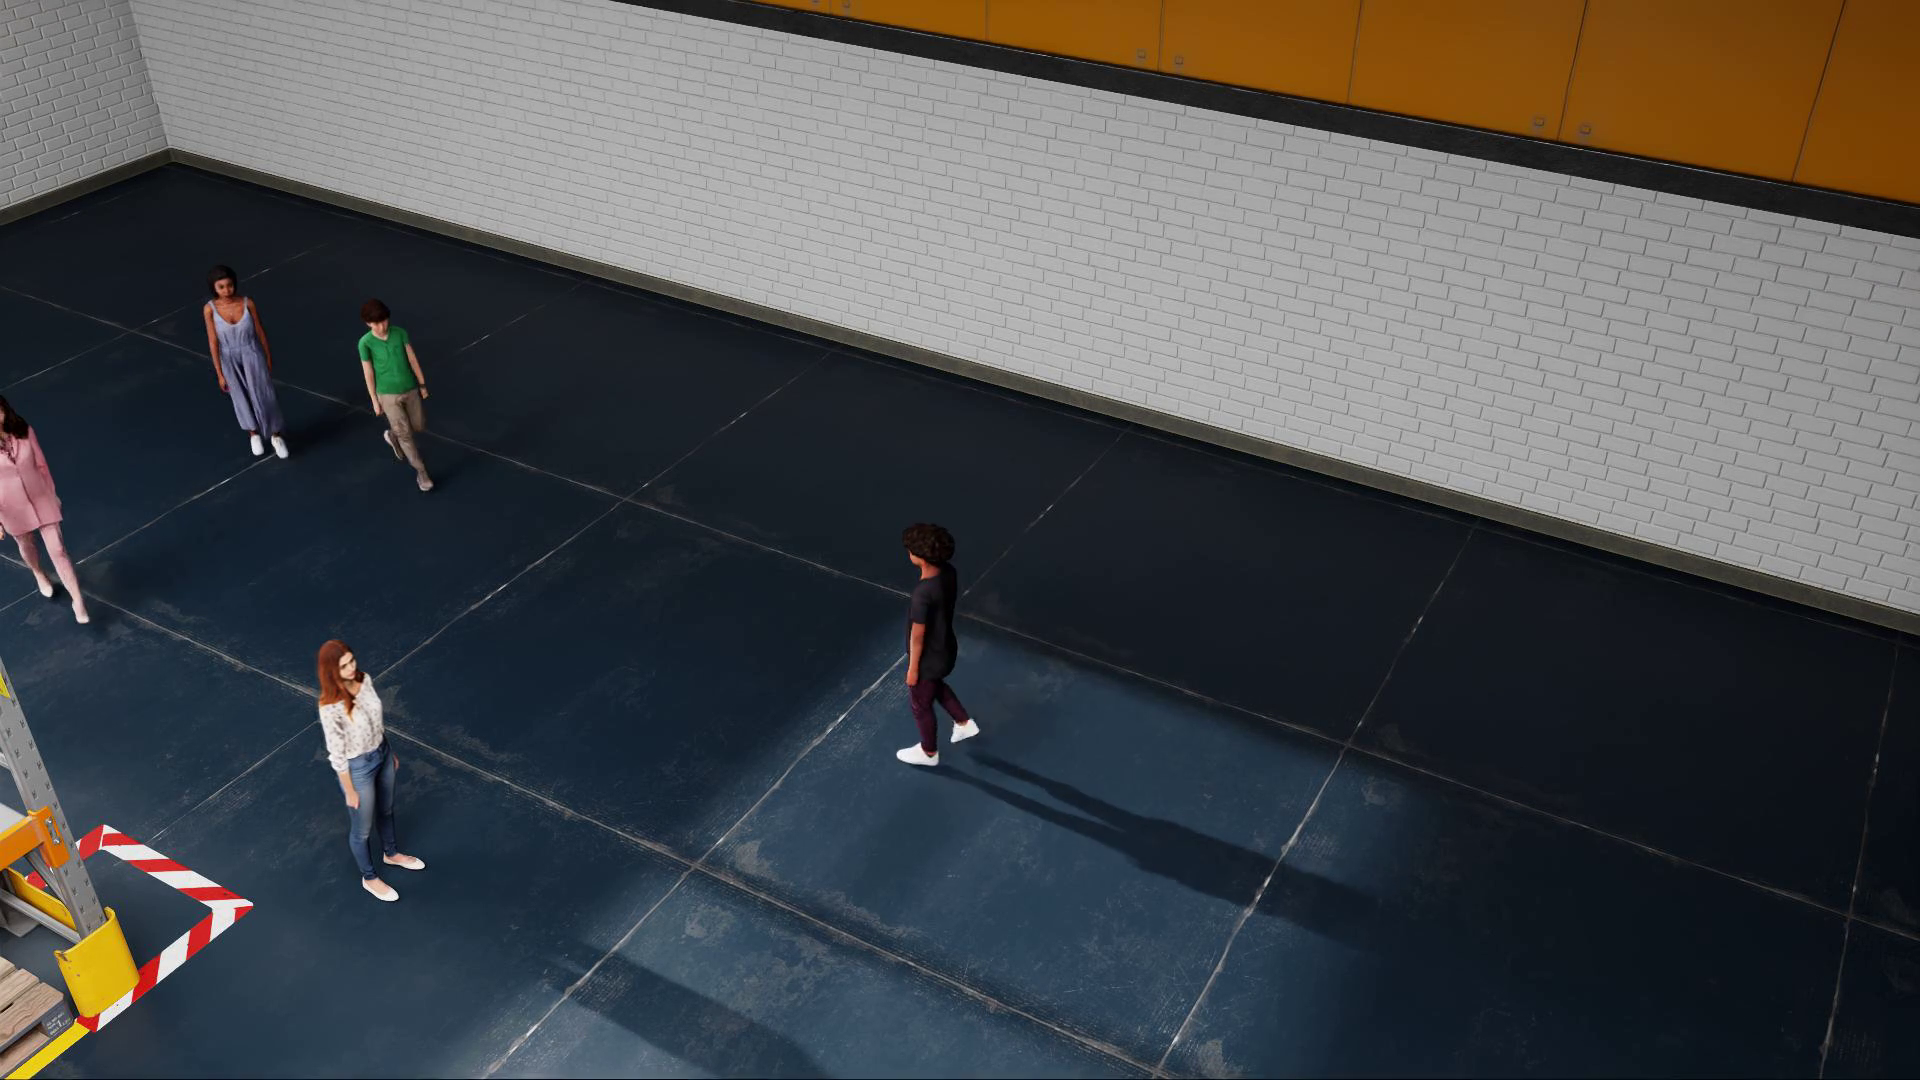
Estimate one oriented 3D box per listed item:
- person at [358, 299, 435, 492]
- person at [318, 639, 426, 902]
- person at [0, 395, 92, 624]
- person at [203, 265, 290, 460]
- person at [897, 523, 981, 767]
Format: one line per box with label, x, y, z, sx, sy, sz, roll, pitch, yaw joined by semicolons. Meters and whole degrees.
person;-4.476;-1.191;13.134;0.953;1.627;0.884;-22;40;-30
person;-3.351;1.263;9.351;0.675;1.728;0.489;11;35;16
person;-6.561;-0.262;11.627;1.147;1.749;0.956;-26;41;-33
person;-5.839;-1.479;13.518;0.806;1.682;0.850;-12;35;-18
person;-0.114;0.676;10.197;0.774;1.769;0.745;9;35;13
